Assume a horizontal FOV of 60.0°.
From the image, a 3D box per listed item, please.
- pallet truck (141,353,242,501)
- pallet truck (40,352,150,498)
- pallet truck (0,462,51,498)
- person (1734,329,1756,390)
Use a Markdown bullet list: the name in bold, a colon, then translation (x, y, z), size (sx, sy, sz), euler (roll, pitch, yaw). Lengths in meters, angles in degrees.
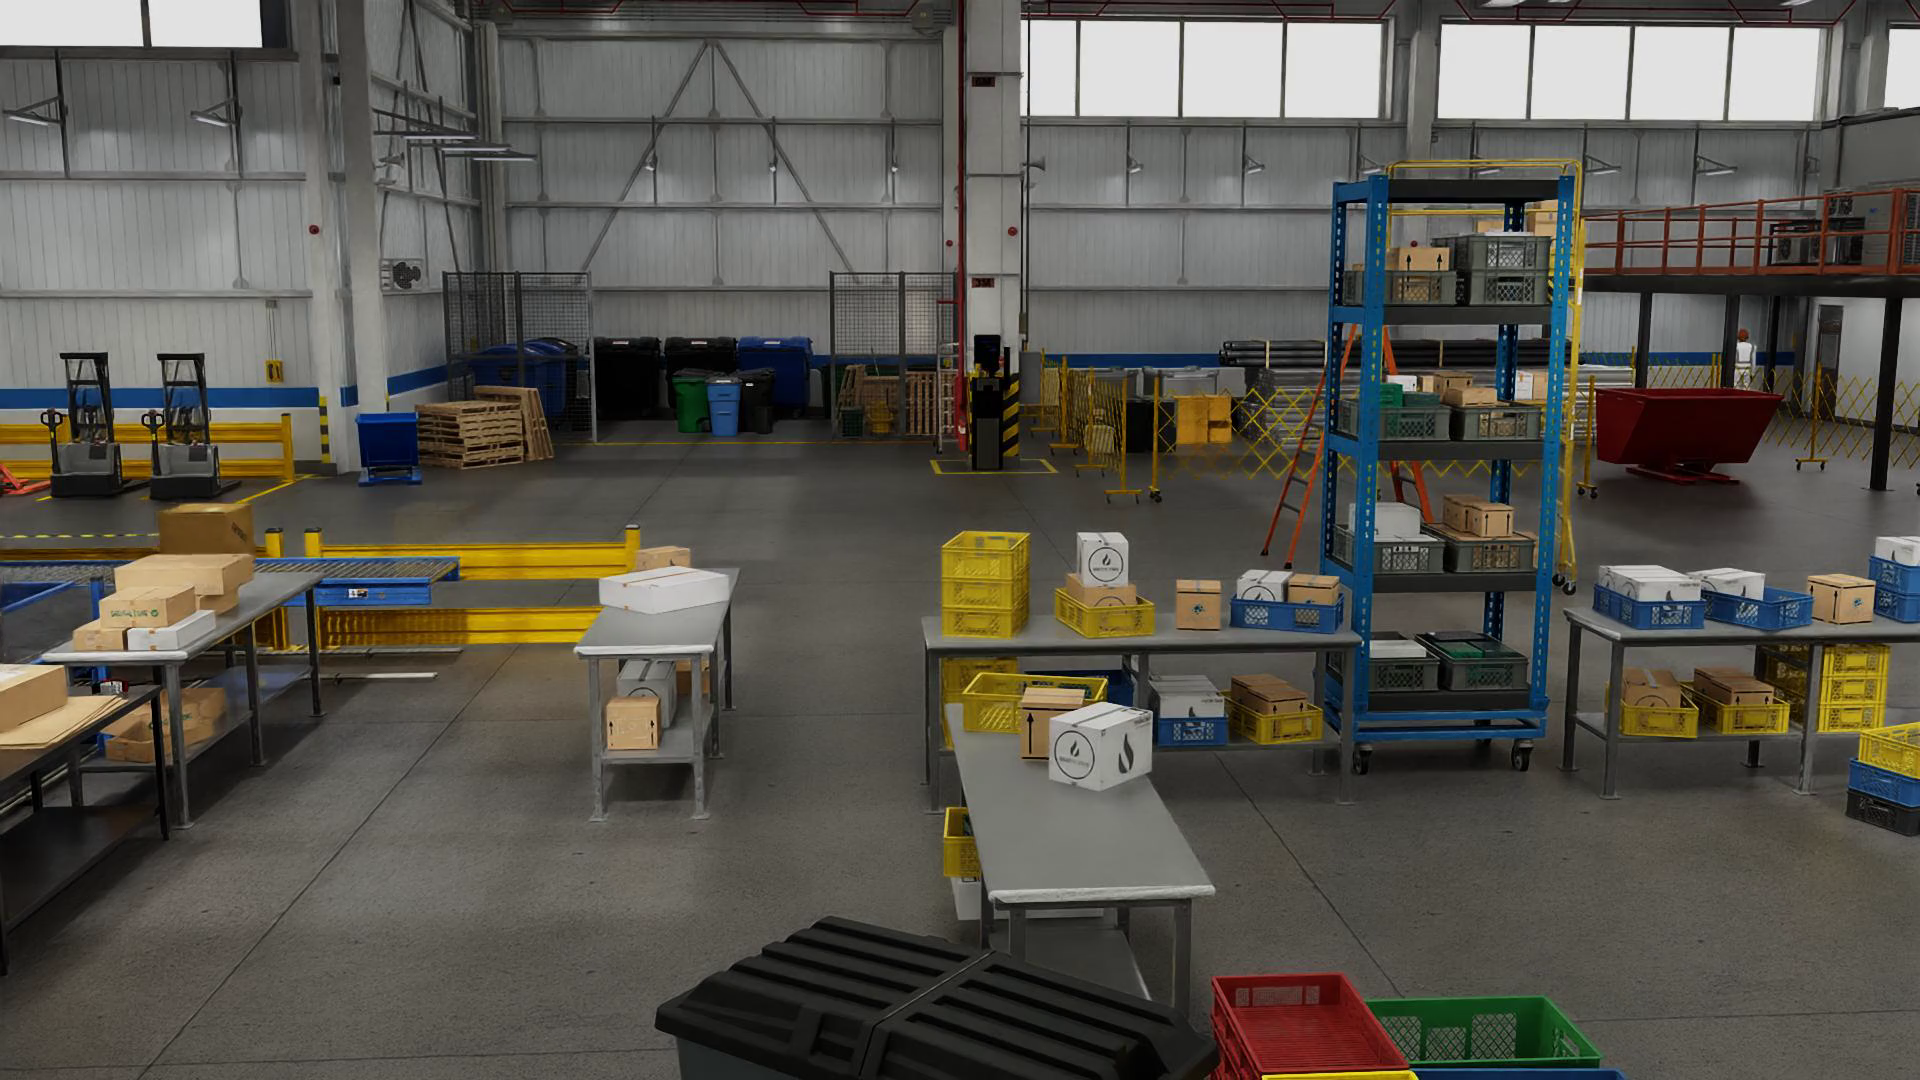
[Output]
- **pallet truck**: translation (-10.520, -1.604, 22.925), size (0.823, 1.965, 1.885), euler (-1, 9, -6)
- **pallet truck**: translation (-11.907, -1.642, 23.165), size (0.823, 1.965, 1.885), euler (0, 9, 0)
- **pallet truck**: translation (-13.193, -1.293, 23.148), size (0.653, 1.274, 1.630), euler (-1, 9, -4)
- **person**: translation (16.665, -3.551, 35.507), size (0.576, 1.883, 0.354), euler (0, 9, 1)
